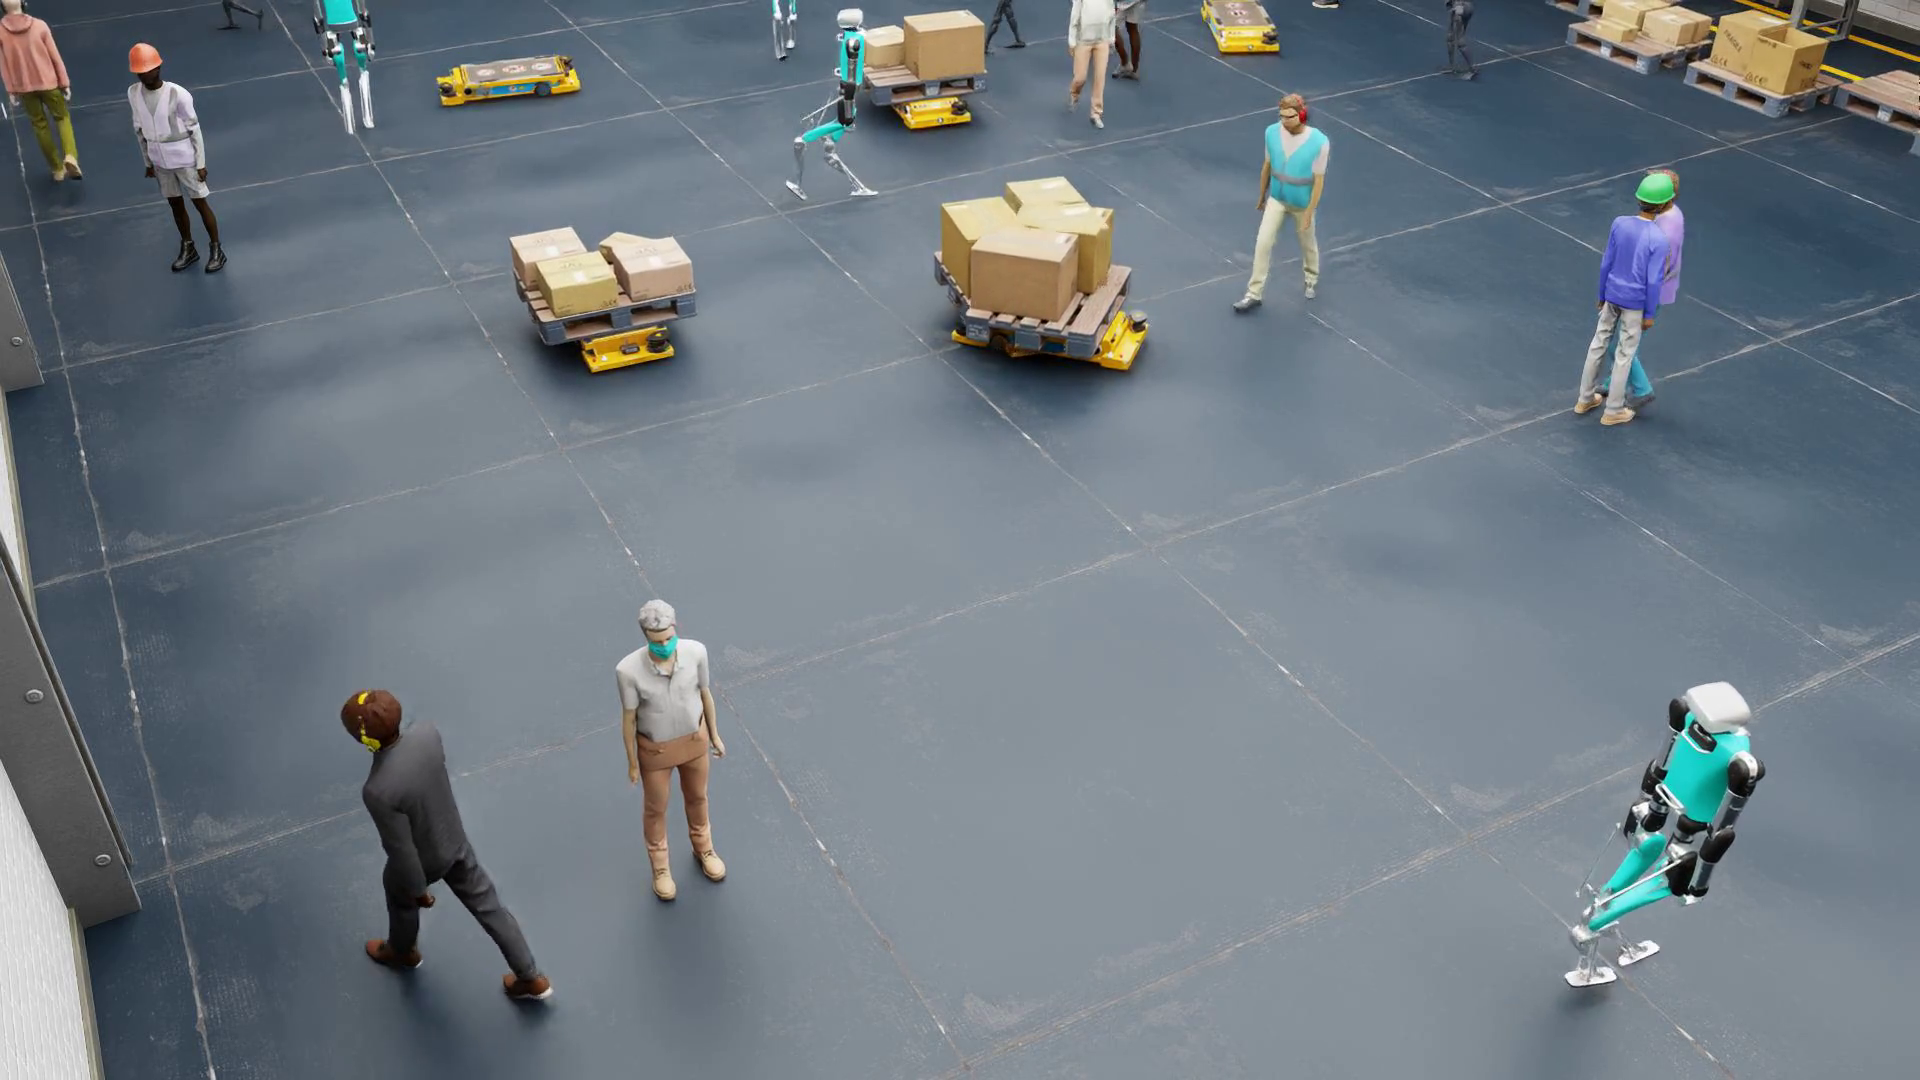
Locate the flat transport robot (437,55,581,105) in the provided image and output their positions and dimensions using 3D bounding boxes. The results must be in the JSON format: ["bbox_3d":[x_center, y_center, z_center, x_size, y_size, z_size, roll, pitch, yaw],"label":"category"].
[{"bbox_3d":[-4.815,-4.896,17.706,1.431,0.231,0.659,-11,36,-15],"label":"flat transport robot"}]

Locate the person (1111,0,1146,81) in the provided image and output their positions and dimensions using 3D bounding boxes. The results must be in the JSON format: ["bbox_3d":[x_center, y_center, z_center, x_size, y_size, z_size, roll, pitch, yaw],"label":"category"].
[{"bbox_3d":[1.767,-5.795,17.559,0.628,1.913,0.523,-29,44,-35],"label":"person"}]

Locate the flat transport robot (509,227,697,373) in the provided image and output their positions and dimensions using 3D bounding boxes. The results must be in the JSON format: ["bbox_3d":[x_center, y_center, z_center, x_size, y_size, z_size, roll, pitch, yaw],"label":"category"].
[{"bbox_3d":[-2.802,-1.776,13.251,0.659,0.231,1.431,-15,38,-20],"label":"flat transport robot"}]

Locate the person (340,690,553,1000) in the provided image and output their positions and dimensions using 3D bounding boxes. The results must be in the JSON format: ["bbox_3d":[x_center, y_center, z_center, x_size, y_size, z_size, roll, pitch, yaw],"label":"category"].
[{"bbox_3d":[-2.368,1.370,7.408,1.018,1.819,0.503,15,38,21],"label":"person"}]

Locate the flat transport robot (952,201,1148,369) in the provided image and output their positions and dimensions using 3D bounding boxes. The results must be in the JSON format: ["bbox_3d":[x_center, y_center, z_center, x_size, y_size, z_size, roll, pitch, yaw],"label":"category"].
[{"bbox_3d":[0.712,-1.672,13.102,1.431,0.231,0.659,11,37,15],"label":"flat transport robot"}]

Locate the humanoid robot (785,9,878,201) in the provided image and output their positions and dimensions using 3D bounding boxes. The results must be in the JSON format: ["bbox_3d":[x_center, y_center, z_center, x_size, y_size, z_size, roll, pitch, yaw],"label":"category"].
[{"bbox_3d":[-1.277,-3.897,15.022,0.980,1.768,0.530,-1,35,-1],"label":"humanoid robot"}]

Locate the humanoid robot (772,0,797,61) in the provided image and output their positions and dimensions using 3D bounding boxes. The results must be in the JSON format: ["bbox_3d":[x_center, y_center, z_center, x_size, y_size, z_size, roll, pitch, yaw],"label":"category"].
[{"bbox_3d":[-1.964,-6.144,18.265,0.538,1.852,0.813,-2,35,-3],"label":"humanoid robot"}]

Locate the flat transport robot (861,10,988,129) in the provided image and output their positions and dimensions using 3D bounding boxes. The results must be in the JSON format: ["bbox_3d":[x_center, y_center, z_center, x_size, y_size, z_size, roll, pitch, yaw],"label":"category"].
[{"bbox_3d":[-0.440,-4.649,17.353,0.659,0.231,1.431,-12,37,-16],"label":"flat transport robot"}]

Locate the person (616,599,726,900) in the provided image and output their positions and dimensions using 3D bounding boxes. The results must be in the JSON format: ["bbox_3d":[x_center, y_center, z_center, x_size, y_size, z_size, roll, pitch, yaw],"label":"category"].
[{"bbox_3d":[-1.380,0.990,8.014,0.476,1.746,0.318,-16,38,-22],"label":"person"}]

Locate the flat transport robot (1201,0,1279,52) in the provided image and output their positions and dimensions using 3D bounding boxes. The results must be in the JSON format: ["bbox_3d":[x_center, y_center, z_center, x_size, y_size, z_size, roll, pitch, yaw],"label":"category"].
[{"bbox_3d":[3.227,-5.958,19.223,0.659,0.231,1.431,-1,35,-2],"label":"flat transport robot"}]

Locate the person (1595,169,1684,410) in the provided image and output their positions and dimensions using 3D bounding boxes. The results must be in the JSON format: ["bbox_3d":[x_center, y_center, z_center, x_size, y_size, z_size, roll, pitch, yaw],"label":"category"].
[{"bbox_3d":[4.874,-1.766,11.876,0.453,1.824,0.595,15,38,20],"label":"person"}]

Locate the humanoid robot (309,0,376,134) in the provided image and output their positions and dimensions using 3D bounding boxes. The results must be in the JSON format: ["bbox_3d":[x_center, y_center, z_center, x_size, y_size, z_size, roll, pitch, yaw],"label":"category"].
[{"bbox_3d":[-6.071,-4.900,16.471,0.543,1.850,0.689,-12,37,-17],"label":"humanoid robot"}]

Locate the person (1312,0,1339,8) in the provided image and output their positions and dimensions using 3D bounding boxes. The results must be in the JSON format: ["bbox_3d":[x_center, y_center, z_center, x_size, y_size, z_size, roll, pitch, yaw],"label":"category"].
[{"bbox_3d":[4.476,-7.332,19.706,0.368,1.966,0.600,10,36,14],"label":"person"}]

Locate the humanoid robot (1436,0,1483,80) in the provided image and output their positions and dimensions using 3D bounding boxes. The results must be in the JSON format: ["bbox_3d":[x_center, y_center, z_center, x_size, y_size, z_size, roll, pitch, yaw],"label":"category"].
[{"bbox_3d":[5.440,-5.762,17.743,0.542,1.640,0.619,6,35,9],"label":"humanoid robot"}]

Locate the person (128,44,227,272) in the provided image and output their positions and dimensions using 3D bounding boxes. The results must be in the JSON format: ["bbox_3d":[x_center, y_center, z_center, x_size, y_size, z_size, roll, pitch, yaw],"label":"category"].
[{"bbox_3d":[-6.512,-3.145,13.753,0.551,1.936,0.356,5,35,6],"label":"person"}]

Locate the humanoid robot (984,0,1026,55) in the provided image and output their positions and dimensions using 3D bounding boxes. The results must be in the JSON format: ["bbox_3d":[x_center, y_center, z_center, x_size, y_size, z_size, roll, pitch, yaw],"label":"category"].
[{"bbox_3d":[0.431,-6.182,18.340,0.751,1.620,0.609,-16,38,-22],"label":"humanoid robot"}]

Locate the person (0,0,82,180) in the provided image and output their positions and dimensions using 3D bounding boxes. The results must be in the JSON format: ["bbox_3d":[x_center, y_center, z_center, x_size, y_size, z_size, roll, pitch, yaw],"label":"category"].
[{"bbox_3d":[-8.486,-4.157,15.305,0.536,1.822,0.586,-15,38,-21],"label":"person"}]

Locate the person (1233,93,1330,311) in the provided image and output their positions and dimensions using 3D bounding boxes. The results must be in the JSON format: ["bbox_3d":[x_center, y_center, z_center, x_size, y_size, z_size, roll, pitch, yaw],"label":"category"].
[{"bbox_3d":[2.647,-2.712,13.264,0.585,1.800,0.864,24,42,30],"label":"person"}]

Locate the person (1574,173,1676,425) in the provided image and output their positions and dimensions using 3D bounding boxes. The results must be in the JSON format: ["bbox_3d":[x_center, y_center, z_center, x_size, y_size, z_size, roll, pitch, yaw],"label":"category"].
[{"bbox_3d":[4.714,-1.696,11.742,0.342,1.874,0.458,-23,41,-29],"label":"person"}]

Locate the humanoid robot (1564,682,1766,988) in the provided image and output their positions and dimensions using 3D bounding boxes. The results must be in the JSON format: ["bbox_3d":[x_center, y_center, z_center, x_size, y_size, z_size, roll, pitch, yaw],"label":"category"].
[{"bbox_3d":[3.012,1.423,7.427,0.843,1.793,0.540,-8,36,-12],"label":"humanoid robot"}]

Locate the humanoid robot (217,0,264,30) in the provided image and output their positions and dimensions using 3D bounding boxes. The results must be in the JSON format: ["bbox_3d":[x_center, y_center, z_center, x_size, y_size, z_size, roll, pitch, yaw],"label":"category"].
[{"bbox_3d":[-8.387,-6.652,18.992,0.577,1.635,0.596,-5,35,-7],"label":"humanoid robot"}]

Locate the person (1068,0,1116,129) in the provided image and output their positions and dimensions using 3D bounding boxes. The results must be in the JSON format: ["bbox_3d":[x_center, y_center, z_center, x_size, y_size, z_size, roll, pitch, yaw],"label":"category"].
[{"bbox_3d":[1.317,-4.968,16.592,0.503,1.659,0.480,-8,36,-12],"label":"person"}]

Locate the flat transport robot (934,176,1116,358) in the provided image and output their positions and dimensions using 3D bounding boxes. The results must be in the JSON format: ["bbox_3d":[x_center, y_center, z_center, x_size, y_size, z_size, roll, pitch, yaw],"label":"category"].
[{"bbox_3d":[0.500,-1.905,13.435,0.659,0.231,1.431,-10,36,-14],"label":"flat transport robot"}]
